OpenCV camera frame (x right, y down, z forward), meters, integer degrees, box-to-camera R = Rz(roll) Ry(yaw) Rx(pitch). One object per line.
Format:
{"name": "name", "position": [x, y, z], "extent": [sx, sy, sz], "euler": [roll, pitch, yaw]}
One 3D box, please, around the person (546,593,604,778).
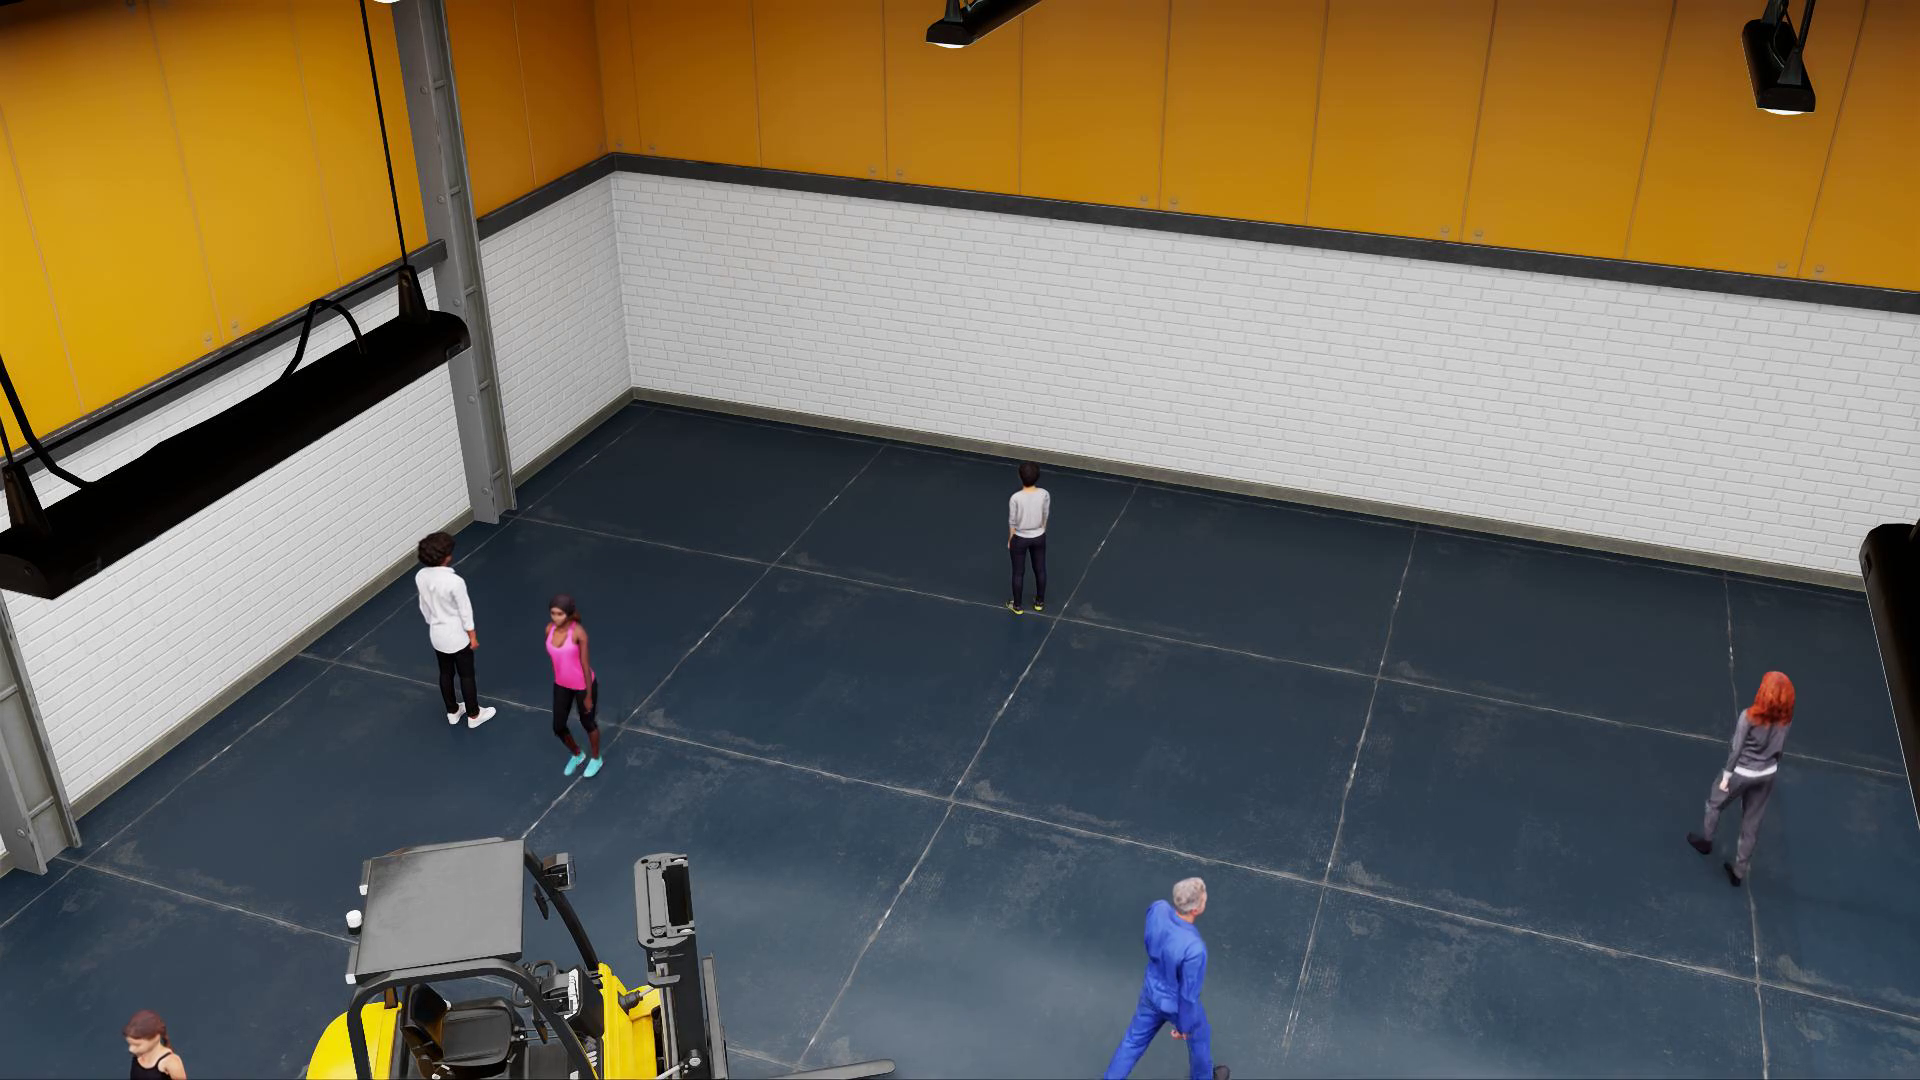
{"name": "person", "position": [-3.036, 1.129, 13.338], "extent": [0.574, 1.708, 0.609], "euler": [8, 30, 14]}

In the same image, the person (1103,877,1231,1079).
{"name": "person", "position": [1.197, 2.831, 10.146], "extent": [1.317, 1.777, 1.159], "euler": [-18, 33, -29]}

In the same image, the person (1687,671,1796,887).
{"name": "person", "position": [5.782, 1.778, 12.097], "extent": [0.813, 1.757, 0.924], "euler": [-2, 29, -4]}

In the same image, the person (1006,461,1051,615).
{"name": "person", "position": [0.643, -0.028, 15.620], "extent": [0.617, 1.554, 0.656], "euler": [-9, 30, -16]}

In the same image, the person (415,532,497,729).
{"name": "person", "position": [-4.269, 0.753, 13.921], "extent": [0.619, 1.809, 0.554], "euler": [11, 30, 19]}

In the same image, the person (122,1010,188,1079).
{"name": "person", "position": [-4.529, 3.290, 9.526], "extent": [0.538, 1.566, 0.530], "euler": [13, 31, 22]}
